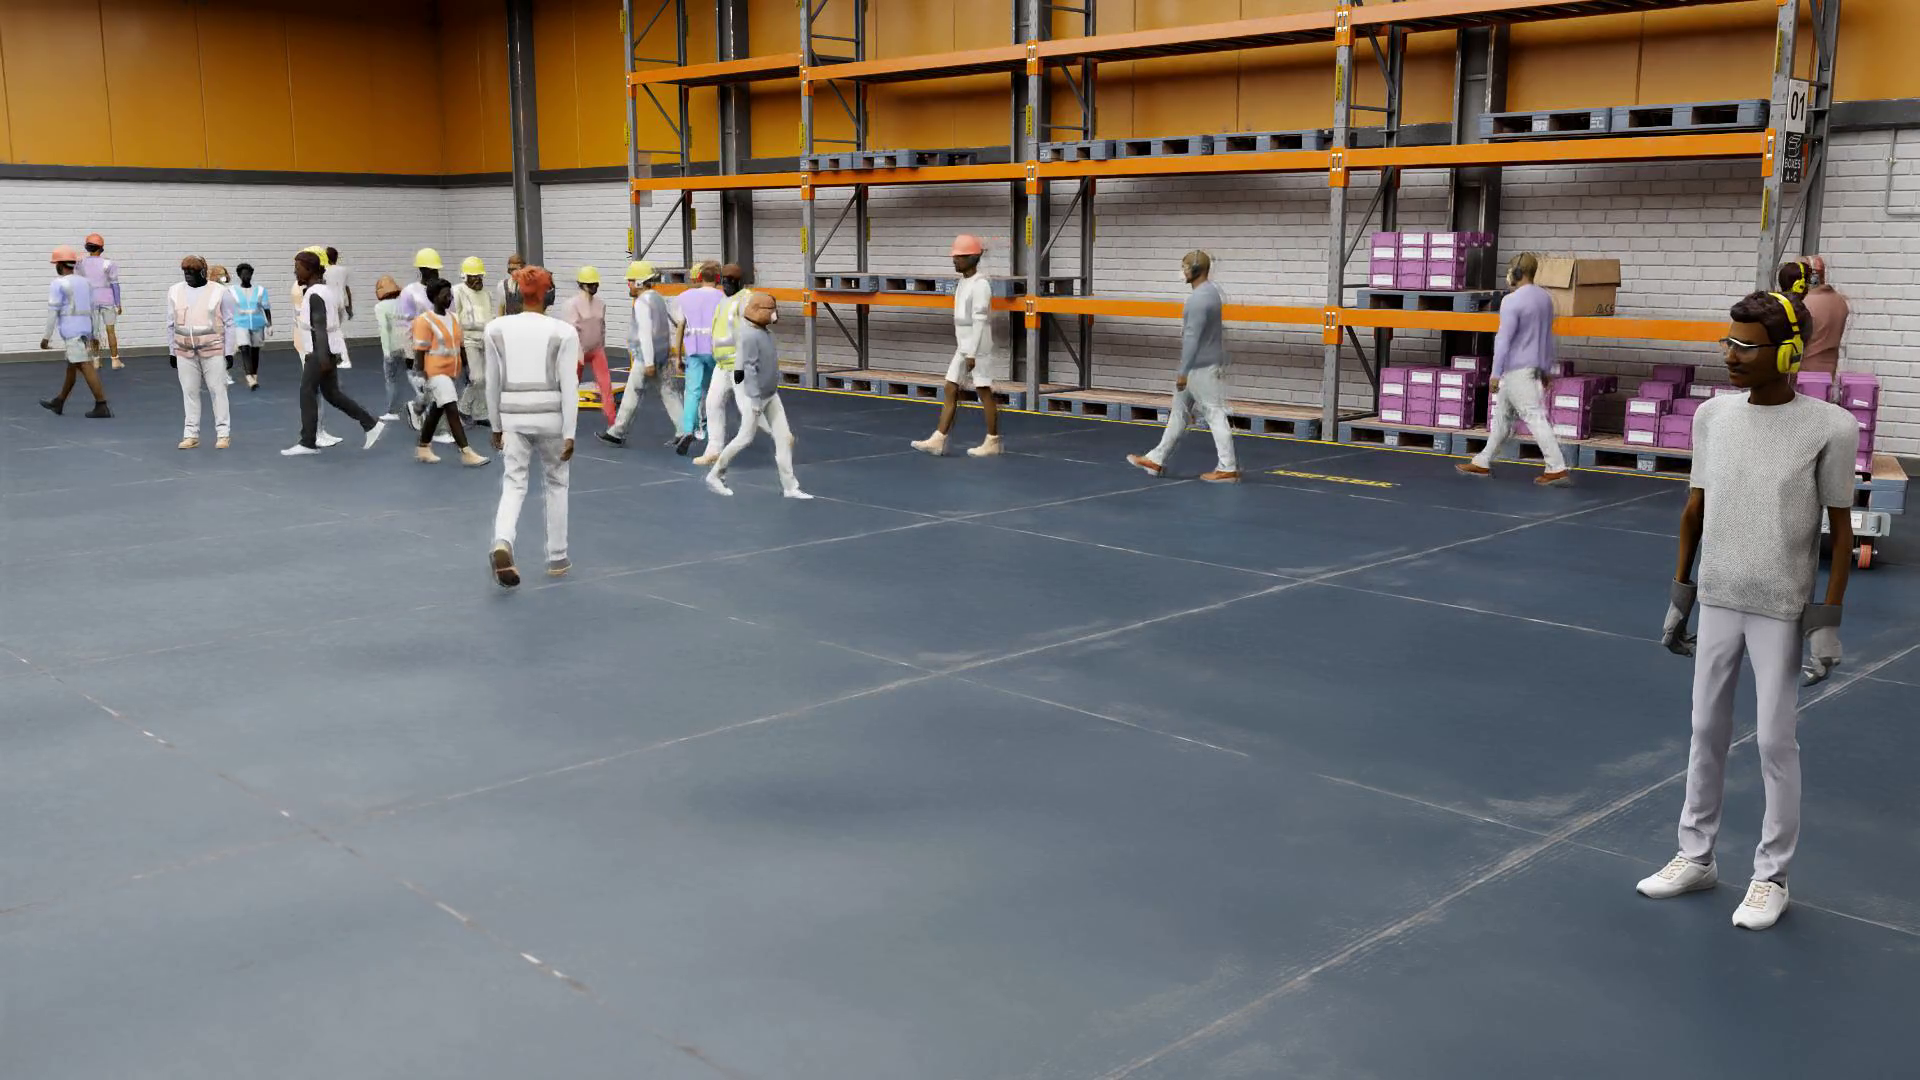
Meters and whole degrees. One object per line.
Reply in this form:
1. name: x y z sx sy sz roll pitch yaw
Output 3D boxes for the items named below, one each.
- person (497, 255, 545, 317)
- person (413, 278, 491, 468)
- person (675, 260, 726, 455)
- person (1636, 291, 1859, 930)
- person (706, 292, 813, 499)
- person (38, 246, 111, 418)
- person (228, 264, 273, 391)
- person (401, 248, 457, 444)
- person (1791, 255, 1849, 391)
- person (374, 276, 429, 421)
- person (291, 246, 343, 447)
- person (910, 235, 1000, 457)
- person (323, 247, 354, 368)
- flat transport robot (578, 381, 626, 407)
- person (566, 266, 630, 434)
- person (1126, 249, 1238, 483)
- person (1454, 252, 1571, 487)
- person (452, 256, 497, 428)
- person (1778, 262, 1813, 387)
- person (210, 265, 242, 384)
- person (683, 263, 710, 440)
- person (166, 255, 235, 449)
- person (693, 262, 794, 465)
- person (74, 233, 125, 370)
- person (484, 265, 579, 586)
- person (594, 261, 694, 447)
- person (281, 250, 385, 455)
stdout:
1. person: -5.125 -2.433 19.511 0.563 1.776 1.026 -2 11 -10
2. person: -4.507 -1.462 14.580 0.861 1.647 0.544 4 11 21
3. person: -2.377 -1.702 15.516 0.620 1.800 0.901 0 10 -1
4. person: 2.327 0.208 4.891 0.314 1.864 0.533 -8 13 -36
5. person: -1.575 -1.106 12.801 0.840 1.605 0.505 4 11 19
6. person: -9.907 -2.295 18.455 0.989 1.884 0.563 2 11 11
7. person: -9.312 -2.793 21.826 0.551 1.644 0.861 -7 12 -33
8. person: -5.235 -1.898 16.286 0.745 1.897 0.610 6 12 31
9. person: 6.336 -1.192 12.518 0.669 1.880 0.423 -7 12 -33
10. person: -6.045 -2.063 18.023 0.818 1.592 0.517 7 12 33
11. person: -6.207 -1.864 16.039 0.379 1.921 0.586 -1 10 -6
12. person: -0.033 -1.729 15.045 0.925 2.009 0.636 -4 11 -21
13. person: -9.660 -3.553 25.500 0.926 1.821 0.545 8 13 37
14. flat transport robot: -4.342 -1.745 19.889 0.652 0.197 1.431 1 10 5
15. person: -3.834 -1.938 17.024 0.928 1.720 0.517 9 14 40
16. person: 1.839 -1.409 13.606 0.992 1.894 0.658 2 11 13
17. person: 4.577 -1.389 13.549 0.643 1.891 1.044 -10 15 -44
18. person: -5.036 -2.042 17.356 0.431 1.806 0.690 4 11 23
19. person: 5.870 -1.110 12.178 0.685 1.841 0.539 -2 11 -10
20. person: -10.019 -2.924 22.636 0.366 1.617 0.518 5 12 28
21. person: -2.569 -1.880 16.611 0.297 1.744 0.487 6 12 29
22. person: -7.205 -1.775 15.787 0.620 1.838 0.430 -1 10 -5
23. person: -1.902 -1.552 14.693 0.838 1.798 0.627 -7 12 -33
24. person: -12.999 -3.594 25.135 0.604 2.044 0.375 -2 11 -13
25. person: -2.499 -0.662 9.669 0.578 1.859 0.822 0 10 1
26. person: -3.009 -1.762 15.886 0.956 1.774 0.607 2 11 10
27. person: -5.873 -1.738 15.470 0.861 1.892 0.604 -3 11 -18
